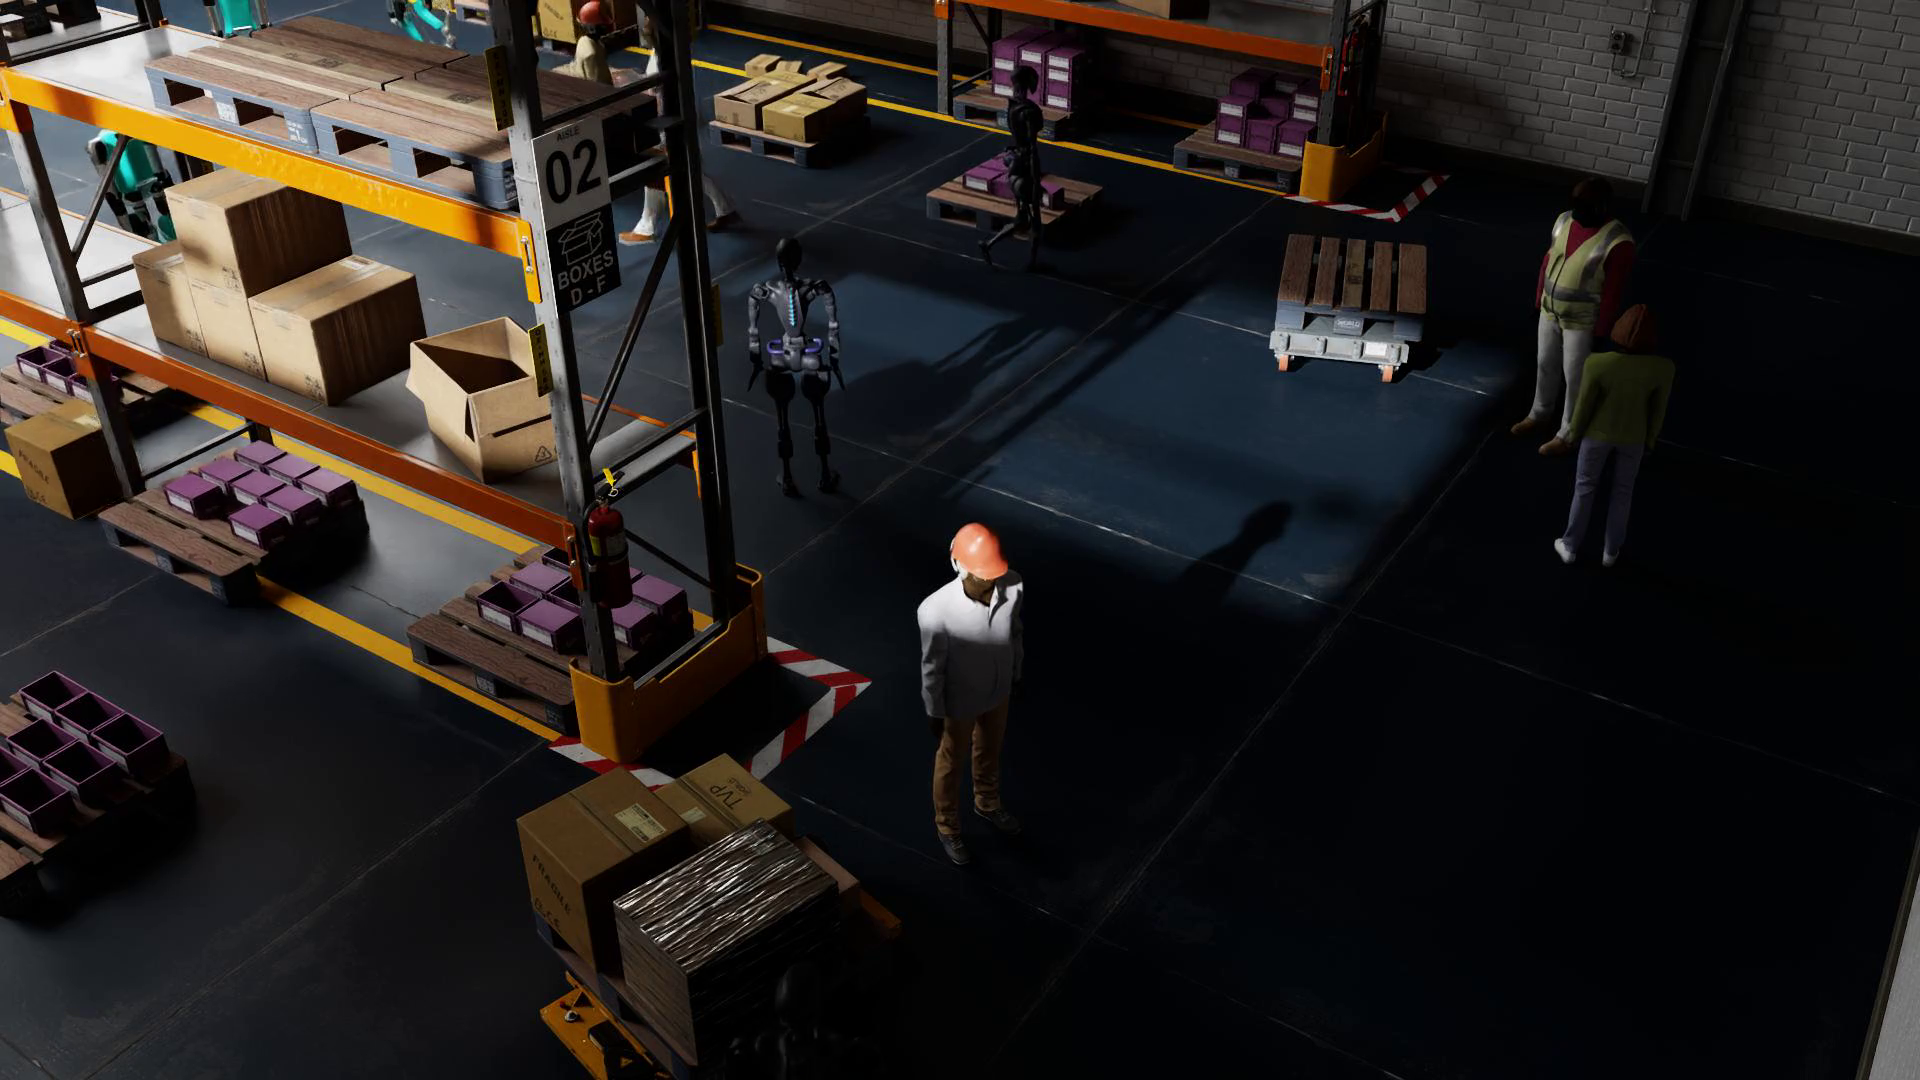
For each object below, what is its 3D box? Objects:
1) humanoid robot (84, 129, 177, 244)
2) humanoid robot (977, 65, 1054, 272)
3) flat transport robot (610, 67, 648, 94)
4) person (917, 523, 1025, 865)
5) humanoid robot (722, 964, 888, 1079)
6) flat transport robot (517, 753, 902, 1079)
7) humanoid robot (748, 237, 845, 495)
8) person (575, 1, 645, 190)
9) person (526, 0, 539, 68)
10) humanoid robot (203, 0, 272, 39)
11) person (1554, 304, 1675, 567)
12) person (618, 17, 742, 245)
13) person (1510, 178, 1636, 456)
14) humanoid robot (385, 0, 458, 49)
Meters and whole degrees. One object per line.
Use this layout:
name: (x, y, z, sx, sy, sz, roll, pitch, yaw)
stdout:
humanoid robot: (-5.592, -2.211, 11.943, 0.957, 1.777, 0.545, 14, 36, 21)
humanoid robot: (0.451, -2.885, 13.019, 0.586, 1.635, 0.593, -7, 34, -10)
flat transport robot: (-3.281, -4.434, 16.688, 0.659, 0.231, 1.431, -21, 39, -29)
person: (0.076, 0.672, 7.477, 0.569, 1.750, 0.328, -24, 40, -32)
humanoid robot: (-0.488, 2.051, 5.425, 0.587, 1.640, 0.390, -1, 33, -1)
flat transport robot: (-0.999, 1.806, 7.097, 1.431, 0.231, 0.659, -26, 41, -34)
humanoid robot: (-1.014, -1.065, 10.205, 0.599, 1.657, 0.315, -3, 33, -5)
person: (-3.109, -3.787, 14.377, 0.910, 1.695, 0.582, -3, 33, -5)
person: (-3.945, -4.287, 14.935, 0.431, 1.944, 0.482, 3, 33, 5)
humanoid robot: (-6.389, -4.297, 15.009, 0.533, 1.677, 0.735, -16, 36, -23)
person: (3.734, -0.584, 9.516, 0.498, 1.633, 0.278, 6, 34, 10)
person: (-2.325, -3.340, 13.527, 1.027, 1.898, 0.634, -5, 33, -8)
person: (3.912, -1.439, 10.659, 0.429, 1.831, 0.633, -15, 36, -22)
humanoid robot: (-5.482, -5.370, 16.784, 1.024, 1.738, 0.564, 23, 40, 31)
